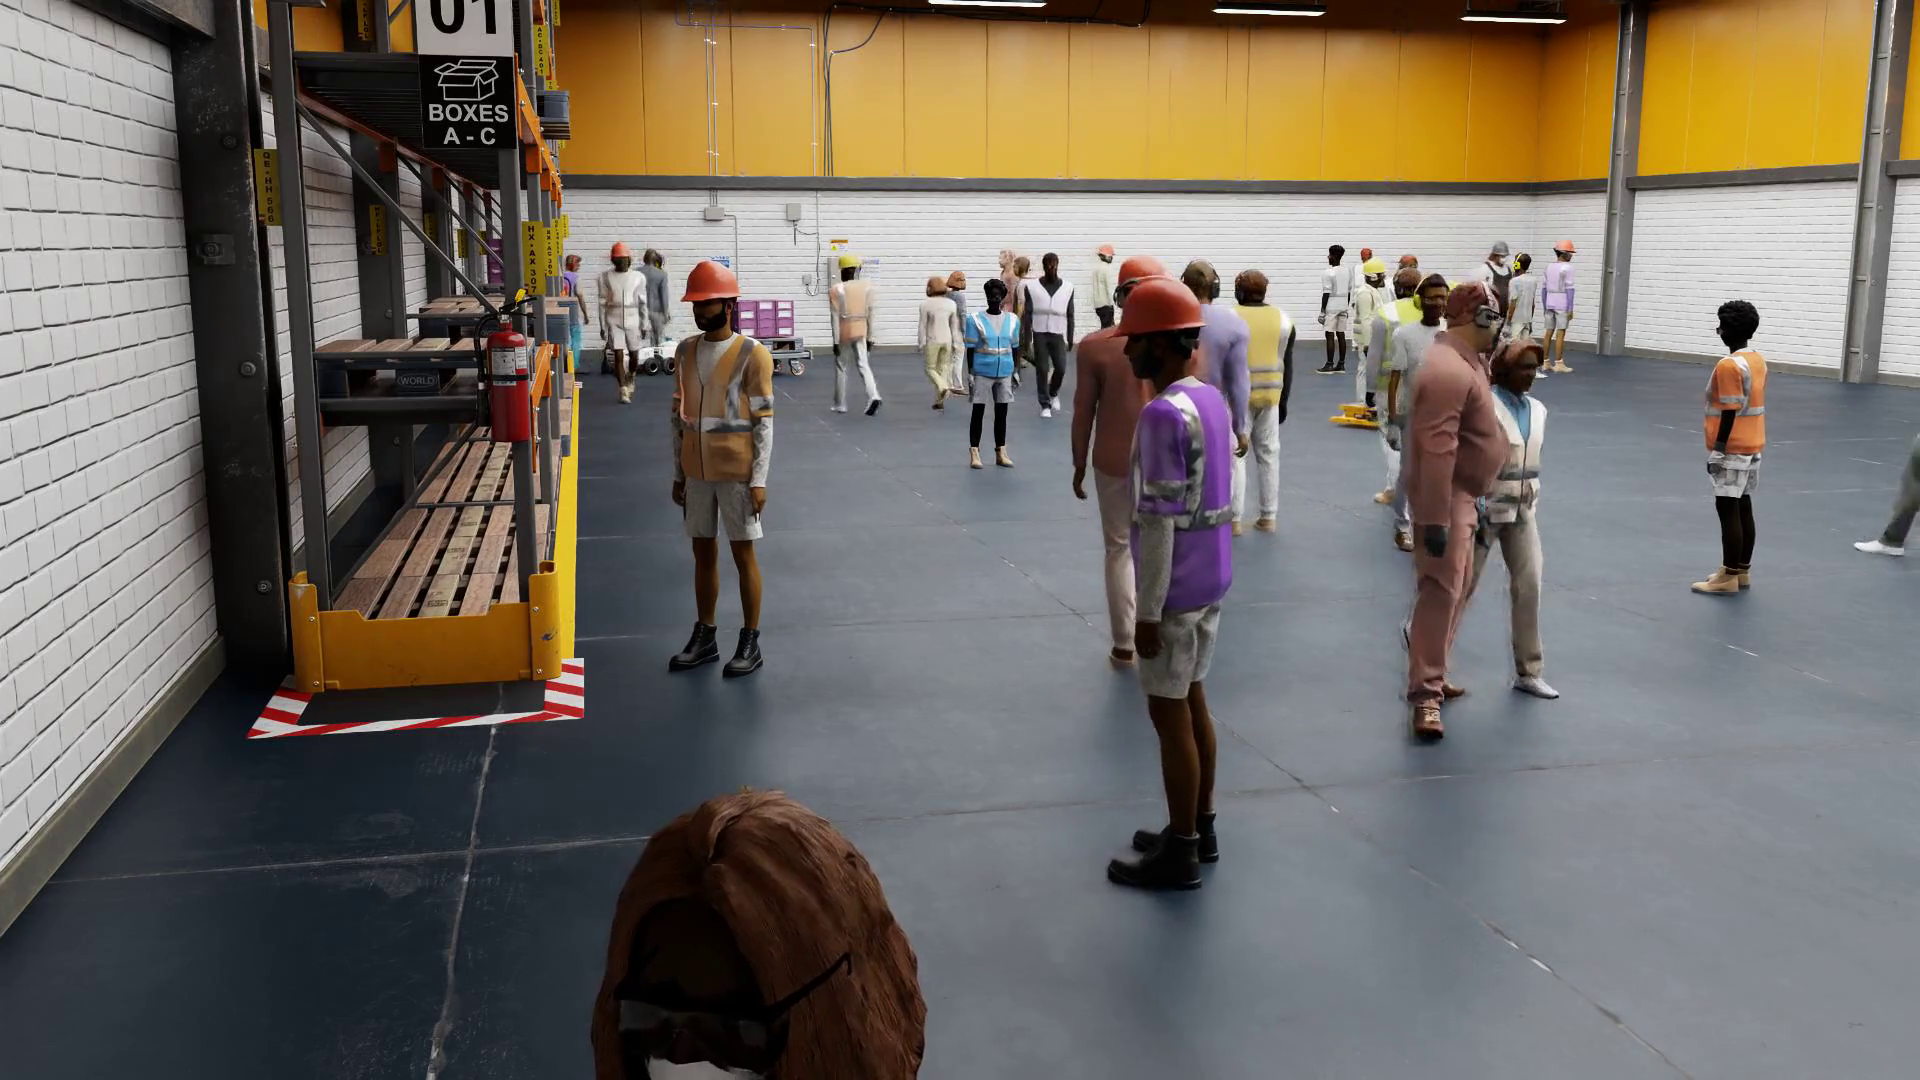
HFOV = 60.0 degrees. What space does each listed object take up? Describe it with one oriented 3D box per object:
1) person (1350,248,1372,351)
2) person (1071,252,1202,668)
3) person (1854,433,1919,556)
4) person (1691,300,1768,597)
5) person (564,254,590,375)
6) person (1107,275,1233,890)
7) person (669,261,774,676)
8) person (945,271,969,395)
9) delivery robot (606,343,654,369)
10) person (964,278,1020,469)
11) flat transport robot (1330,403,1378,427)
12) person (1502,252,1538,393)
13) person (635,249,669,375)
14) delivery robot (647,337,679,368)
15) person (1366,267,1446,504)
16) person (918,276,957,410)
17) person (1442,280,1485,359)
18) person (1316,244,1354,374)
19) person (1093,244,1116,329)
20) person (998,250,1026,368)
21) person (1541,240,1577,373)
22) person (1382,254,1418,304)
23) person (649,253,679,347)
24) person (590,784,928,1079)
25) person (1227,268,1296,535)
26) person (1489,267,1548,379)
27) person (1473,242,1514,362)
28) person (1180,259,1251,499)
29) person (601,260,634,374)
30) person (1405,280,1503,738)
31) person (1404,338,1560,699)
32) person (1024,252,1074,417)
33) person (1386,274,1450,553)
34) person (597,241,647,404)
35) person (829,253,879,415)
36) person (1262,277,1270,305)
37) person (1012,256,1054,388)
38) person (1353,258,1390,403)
[{"bbox_3d":[7.390,-4.387,30.452,0.358,1.882,0.574,-7,13,-35],"label":"person"},{"bbox_3d":[0.836,-0.371,7.955,0.615,1.977,0.438,-1,10,-4],"label":"person"},{"bbox_3d":[6.275,-0.773,10.445,0.582,1.887,0.988,-7,13,-36],"label":"person"},{"bbox_3d":[4.444,-0.527,9.571,0.319,1.698,0.539,9,14,41],"label":"person"},{"bbox_3d":[-5.931,-3.414,25.267,0.873,1.816,0.441,8,13,36],"label":"person"},{"bbox_3d":[0.645,0.141,5.253,0.409,1.927,0.557,5,11,27],"label":"person"},{"bbox_3d":[-1.134,-0.326,7.799,0.542,1.938,0.358,5,11,26],"label":"person"},{"bbox_3d":[-0.039,-2.719,21.900,0.284,1.633,0.497,-6,12,-29],"label":"person"},{"bbox_3d":[-4.935,-2.763,24.873,0.477,0.478,0.707,9,14,41],"label":"delivery robot"},{"bbox_3d":[0.293,-1.490,14.905,0.535,1.699,0.321,-4,11,-20],"label":"person"},{"bbox_3d":[4.837,-1.415,18.453,1.431,0.197,0.652,-8,13,-36],"label":"flat transport robot"},{"bbox_3d":[7.405,-2.862,22.053,0.514,1.867,0.328,-7,12,-33],"label":"person"},{"bbox_3d":[-4.730,-3.498,25.504,0.635,1.884,0.953,1,10,8],"label":"person"},{"bbox_3d":[-4.439,-2.859,25.406,0.477,0.478,0.707,6,12,32],"label":"delivery robot"},{"bbox_3d":[3.439,-1.185,12.876,0.636,1.829,0.438,-2,10,-8],"label":"person"},{"bbox_3d":[-0.238,-2.337,19.813,0.516,1.616,0.489,-6,12,-29],"label":"person"},{"bbox_3d":[3.698,-1.060,12.409,0.545,1.751,0.524,-9,13,-39],"label":"person"},{"bbox_3d":[5.719,-3.518,25.402,0.607,1.966,0.367,-7,12,-34],"label":"person"},{"bbox_3d":[2.339,-3.918,27.598,0.625,1.972,0.629,-3,11,-17],"label":"person"},{"bbox_3d":[0.645,-3.636,26.318,0.899,1.866,0.666,-1,10,-5],"label":"person"},{"bbox_3d":[9.225,-3.590,25.600,0.395,2.040,0.607,-4,11,-23],"label":"person"},{"bbox_3d":[5.403,-2.516,20.135,0.622,1.856,0.708,0,10,-1],"label":"person"},{"bbox_3d":[-4.675,-3.598,26.216,0.767,1.838,0.542,3,11,17],"label":"person"},{"bbox_3d":[-0.147,0.988,1.363,0.512,1.633,0.278,3,11,14],"label":"person"},{"bbox_3d":[2.007,-0.956,11.561,0.632,1.840,0.429,-3,11,-16],"label":"person"},{"bbox_3d":[8.186,-3.223,24.454,0.893,1.720,0.535,1,10,4],"label":"person"},{"bbox_3d":[8.358,-3.651,25.934,0.710,2.000,0.538,-7,13,-35],"label":"person"},{"bbox_3d":[1.411,-0.678,9.785,0.662,1.919,0.626,5,11,24],"label":"person"},{"bbox_3d":[-5.193,-3.475,25.337,0.693,1.898,0.565,-4,11,-23],"label":"person"},{"bbox_3d":[2.055,-0.139,6.970,0.393,1.877,0.879,3,11,18],"label":"person"},{"bbox_3d":[2.420,-0.127,7.610,0.522,1.608,0.786,-5,12,-28],"label":"person"},{"bbox_3d":[1.023,-2.376,19.273,0.599,1.901,0.506,-1,10,-7],"label":"person"},{"bbox_3d":[2.972,-0.765,10.550,0.551,1.817,0.997,-1,10,-4],"label":"person"},{"bbox_3d":[-4.237,-2.735,20.910,0.613,2.026,0.657,-3,11,-16],"label":"person"},{"bbox_3d":[-1.245,-2.405,19.449,0.593,1.897,0.928,-6,12,-29],"label":"person"},{"bbox_3d":[3.658,-2.445,20.491,0.853,1.597,0.518,7,12,35],"label":"person"},{"bbox_3d":[0.920,-2.964,22.744,0.739,1.825,0.519,1,10,5],"label":"person"},{"bbox_3d":[4.679,-2.280,18.917,0.404,1.831,0.614,4,11,19],"label":"person"}]
